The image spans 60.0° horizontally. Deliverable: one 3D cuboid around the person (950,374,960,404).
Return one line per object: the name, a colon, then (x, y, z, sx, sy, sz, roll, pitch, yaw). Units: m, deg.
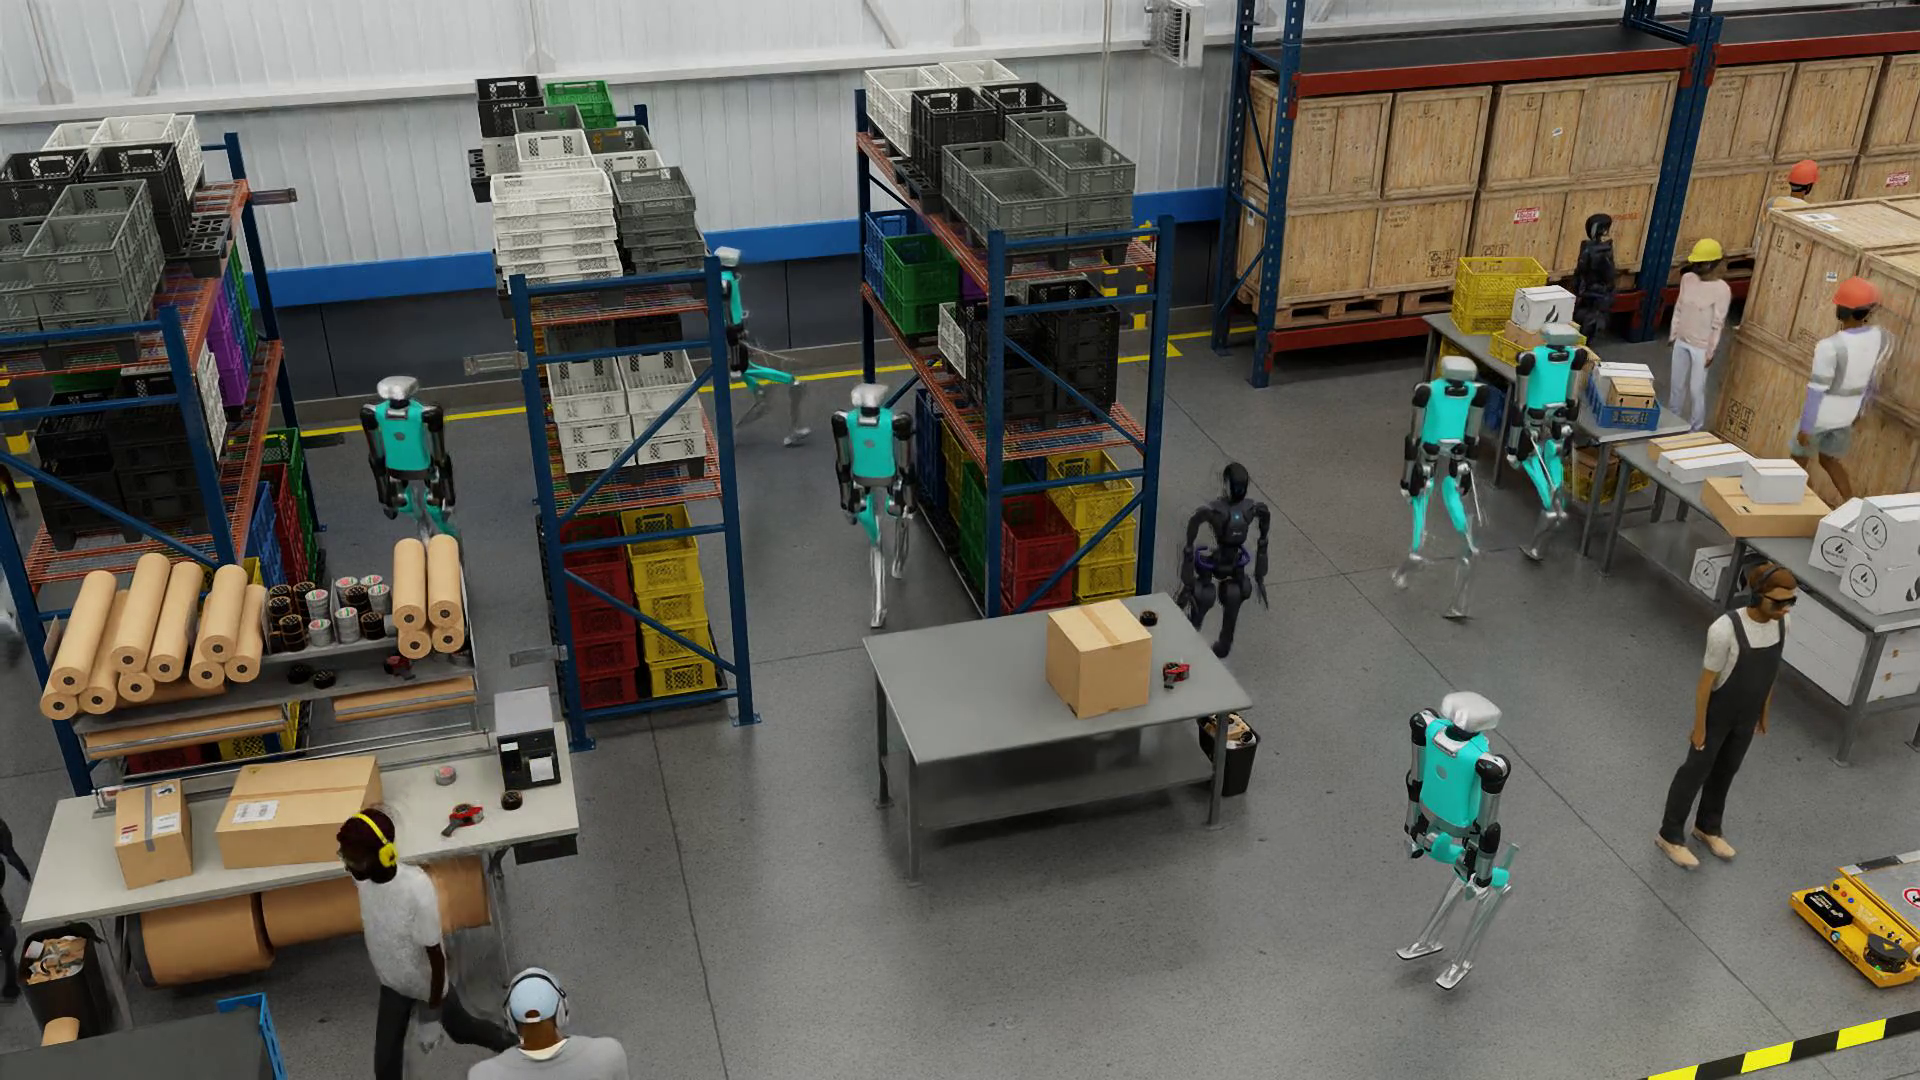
person: (0.033, -1.715, 13.570, 0.393, 1.920, 0.588, 0, 29, 0)

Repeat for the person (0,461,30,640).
person: (-6.415, -0.186, 10.863, 0.515, 1.847, 0.691, -7, 29, -12)

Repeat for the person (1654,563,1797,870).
person: (4.099, 0.932, 8.842, 0.506, 1.841, 0.351, -10, 30, -18)

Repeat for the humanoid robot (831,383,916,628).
humanoid robot: (-0.515, -0.359, 11.351, 0.535, 1.767, 1.025, 4, 29, 8)

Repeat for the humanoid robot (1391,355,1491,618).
humanoid robot: (3.324, -0.283, 11.183, 0.564, 1.764, 0.937, -4, 29, -6)

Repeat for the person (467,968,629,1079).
person: (-1.489, 2.337, 6.270, 0.587, 1.848, 0.398, -7, 30, -13)

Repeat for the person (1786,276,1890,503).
person: (6.316, -0.899, 11.983, 0.622, 2.024, 0.755, -8, 30, -15)

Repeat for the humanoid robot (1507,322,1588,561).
humanoid robot: (4.192, -0.563, 11.716, 0.538, 1.833, 0.760, -8, 30, -14)

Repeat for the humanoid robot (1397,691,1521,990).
humanoid robot: (2.475, 1.387, 7.973, 0.735, 1.677, 0.533, -17, 33, -28)

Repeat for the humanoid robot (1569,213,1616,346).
humanoid robot: (5.530, -2.024, 14.403, 0.540, 1.635, 0.611, -5, 29, -9)

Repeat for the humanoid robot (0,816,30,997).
humanoid robot: (-4.811, 1.524, 7.935, 0.600, 1.657, 0.401, -7, 30, -13)

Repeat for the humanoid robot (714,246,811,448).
humanoid robot: (-1.578, -1.509, 13.448, 1.034, 1.786, 0.537, -3, 29, -6)

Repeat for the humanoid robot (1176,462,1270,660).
humanoid robot: (1.611, 0.238, 10.279, 0.590, 1.641, 0.395, -7, 29, -12)

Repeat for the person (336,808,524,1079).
person: (-2.315, 1.872, 7.150, 0.519, 1.821, 0.982, 12, 31, 21)

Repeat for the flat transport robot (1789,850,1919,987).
flat transport robot: (5.163, 1.916, 8.676, 1.431, 0.231, 0.659, -8, 30, -14)

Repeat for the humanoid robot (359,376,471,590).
humanoid robot: (-3.634, -0.315, 11.328, 0.541, 1.901, 0.722, 0, 29, 0)

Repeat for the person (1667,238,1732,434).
person: (5.955, -1.602, 13.531, 0.359, 1.755, 0.543, -11, 31, -20)

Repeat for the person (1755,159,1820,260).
person: (7.343, -2.433, 14.853, 0.348, 1.941, 0.544, -17, 33, -29)
